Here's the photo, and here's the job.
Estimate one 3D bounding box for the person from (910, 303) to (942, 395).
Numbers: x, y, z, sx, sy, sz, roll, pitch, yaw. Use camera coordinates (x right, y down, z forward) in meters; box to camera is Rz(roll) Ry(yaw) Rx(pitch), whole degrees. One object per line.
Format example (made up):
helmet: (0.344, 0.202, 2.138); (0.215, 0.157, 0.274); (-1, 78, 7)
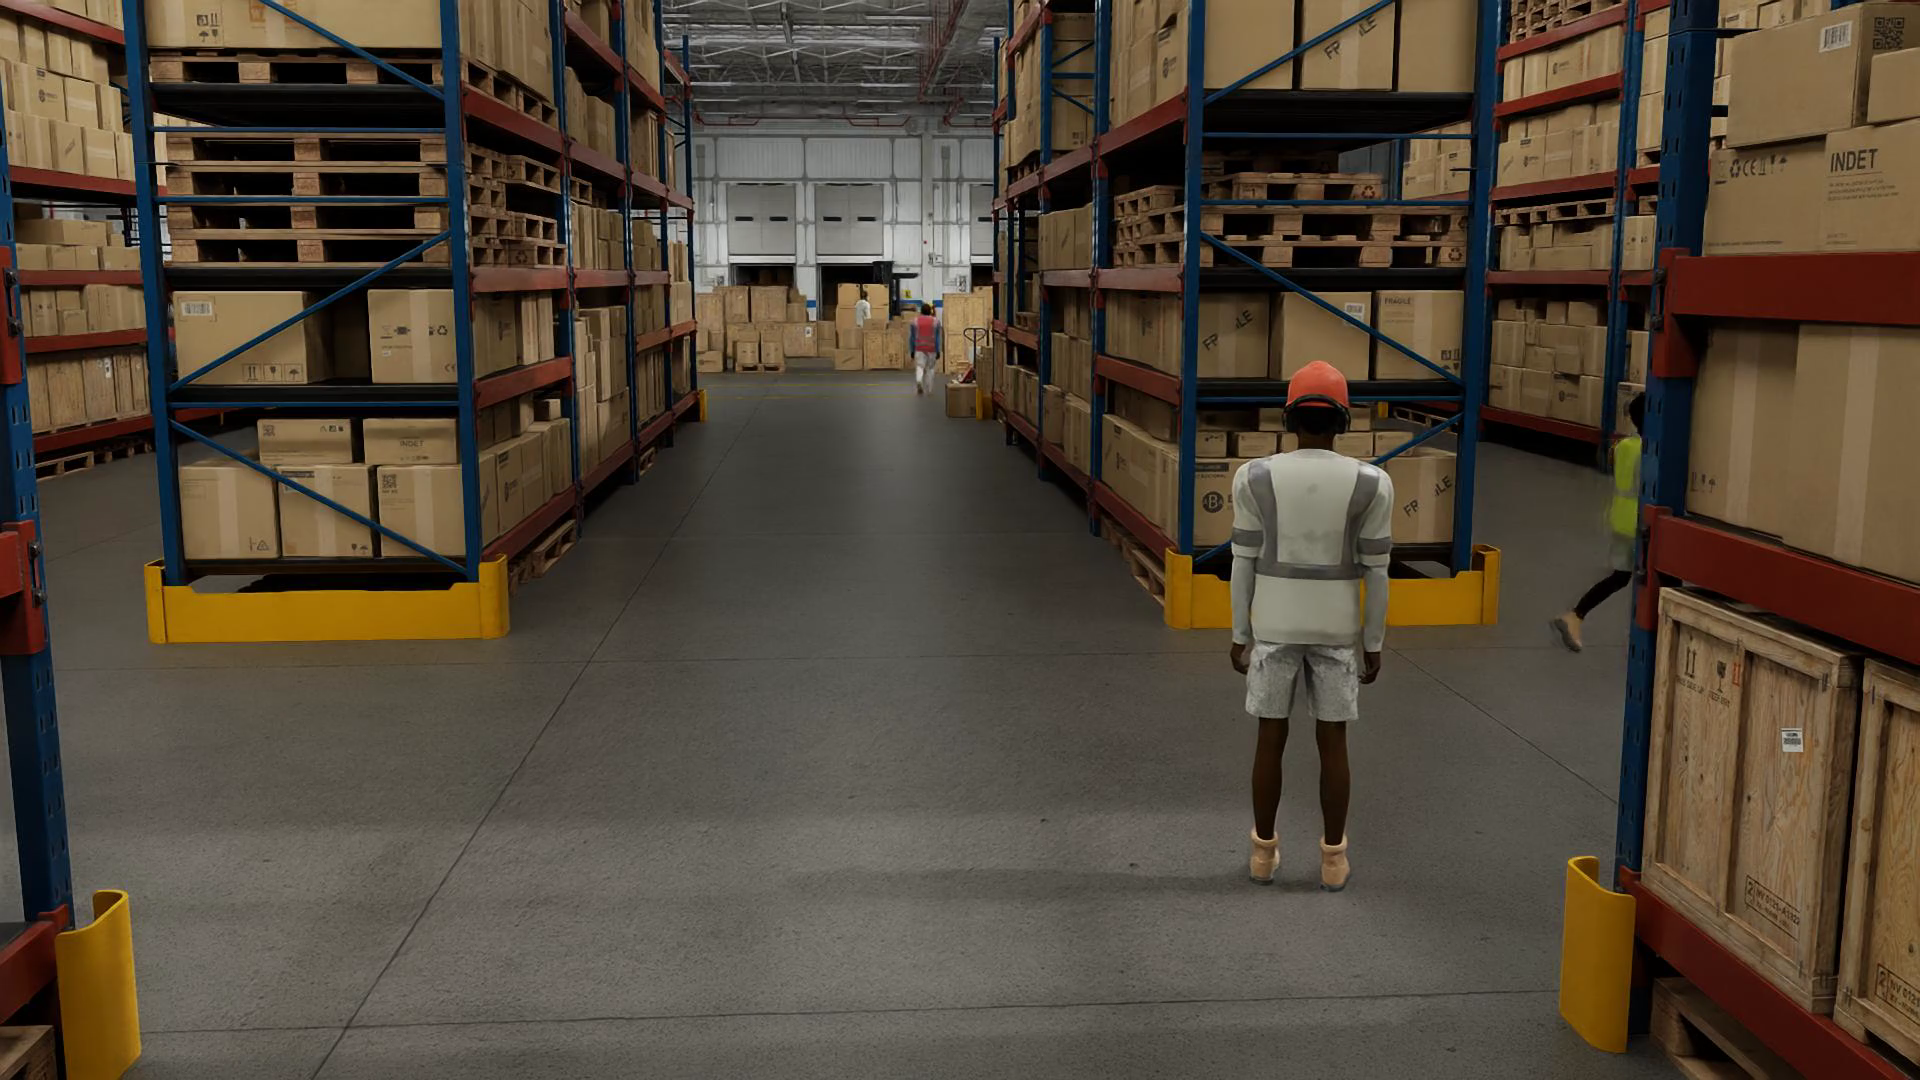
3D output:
person: (-0.668, -3.729, 32.577); (0.626, 1.828, 0.569); (1, 9, 7)

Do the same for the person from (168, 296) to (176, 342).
person: (-18.586, -4.962, 39.618); (0.540, 2.000, 0.681); (-4, 10, -26)

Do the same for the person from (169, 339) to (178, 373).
person: (-15.050, -3.464, 31.445); (0.849, 1.632, 0.580); (-2, 9, -12)

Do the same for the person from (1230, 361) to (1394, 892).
person: (1.338, 0.334, 6.407); (0.601, 2.036, 0.404); (2, 9, 10)

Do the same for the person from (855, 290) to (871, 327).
person: (-2.648, -5.871, 45.647); (0.353, 1.936, 0.633); (-7, 11, -36)

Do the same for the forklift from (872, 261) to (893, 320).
forklift: (-2.571, -7.866, 55.224); (1.873, 2.768, 1.129); (-5, 10, -27)

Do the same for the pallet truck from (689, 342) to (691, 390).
pallet truck: (-5.225, -3.008, 27.480); (1.885, 1.965, 0.823); (2, 9, 14)

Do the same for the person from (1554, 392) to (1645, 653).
person: (4.070, -0.083, 10.128); (0.739, 1.669, 0.534); (-1, 9, -6)

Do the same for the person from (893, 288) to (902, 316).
person: (-2.302, -7.826, 57.974); (0.636, 1.928, 0.383); (4, 10, 22)
